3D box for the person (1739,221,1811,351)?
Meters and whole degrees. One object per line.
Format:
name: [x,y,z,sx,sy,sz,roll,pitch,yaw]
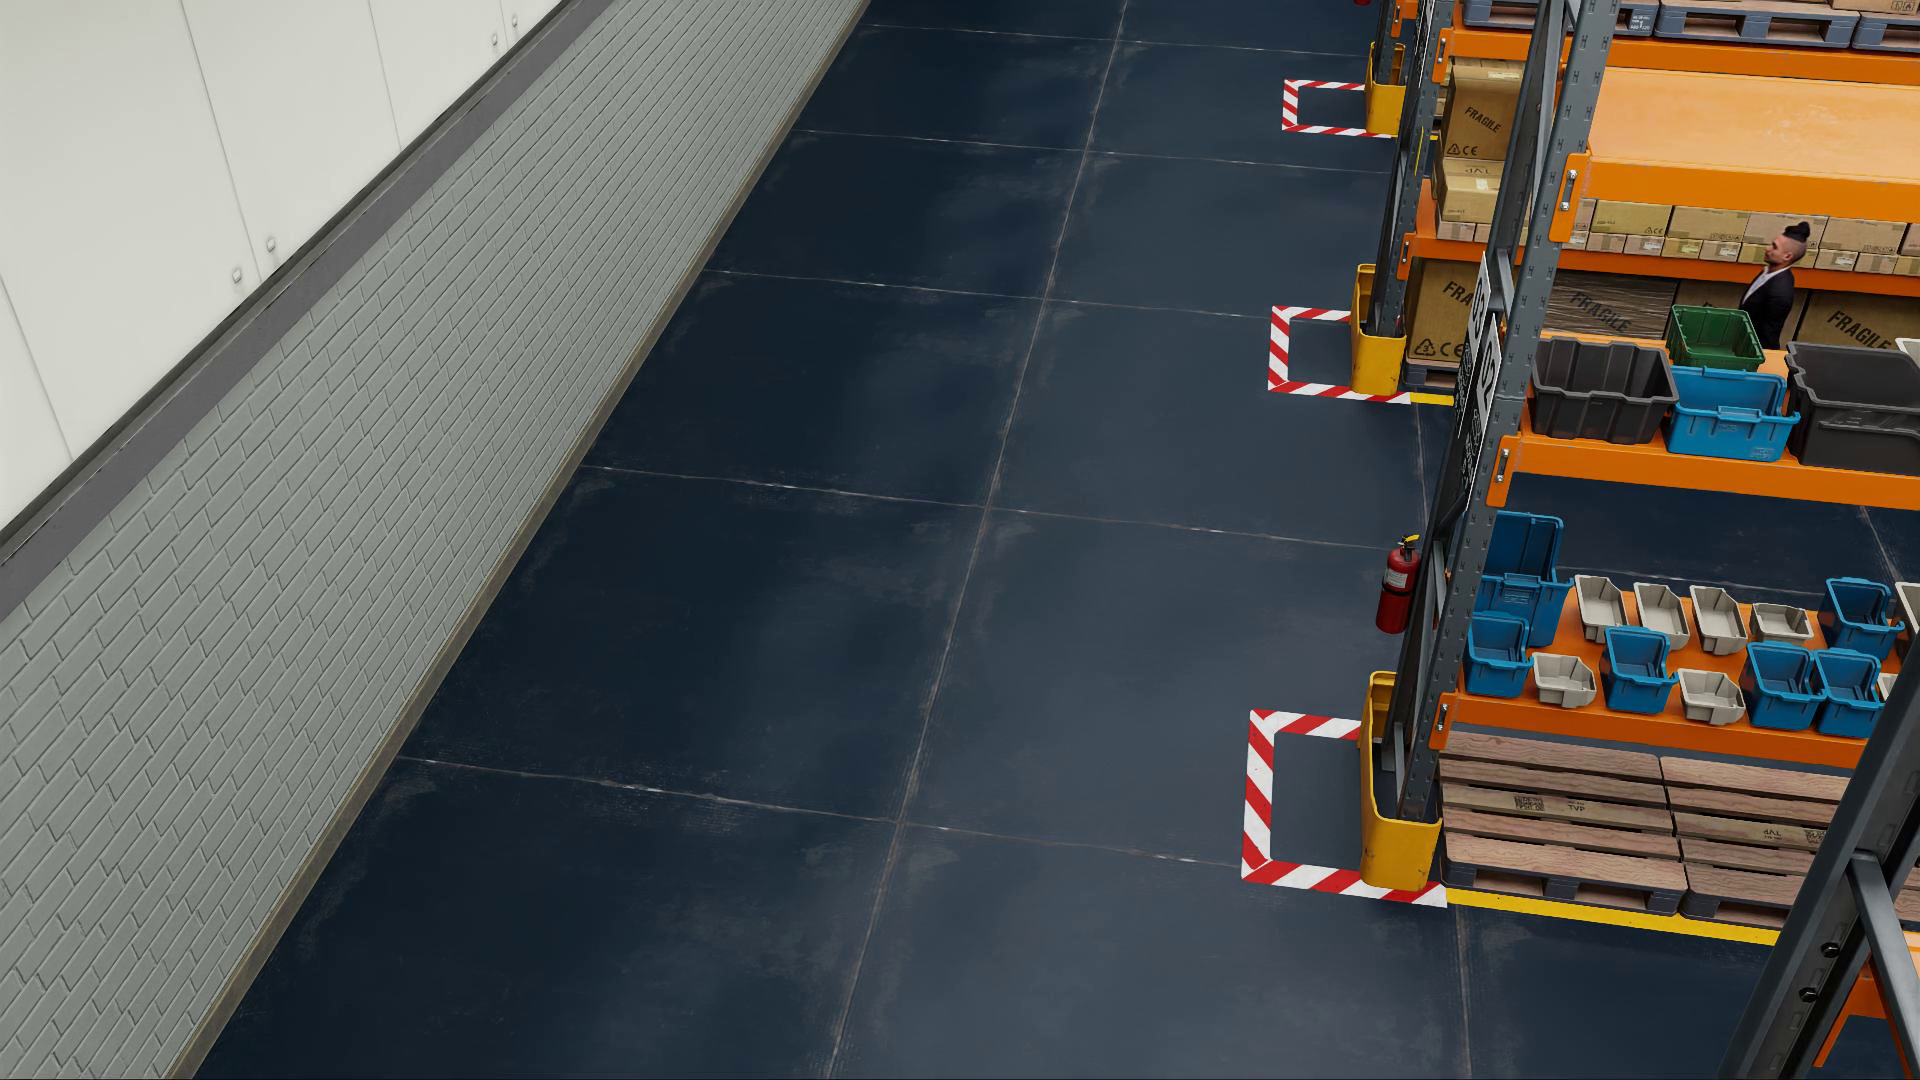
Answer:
person: [5.399,-1.276,11.308,0.608,1.948,0.718,9,38,12]
